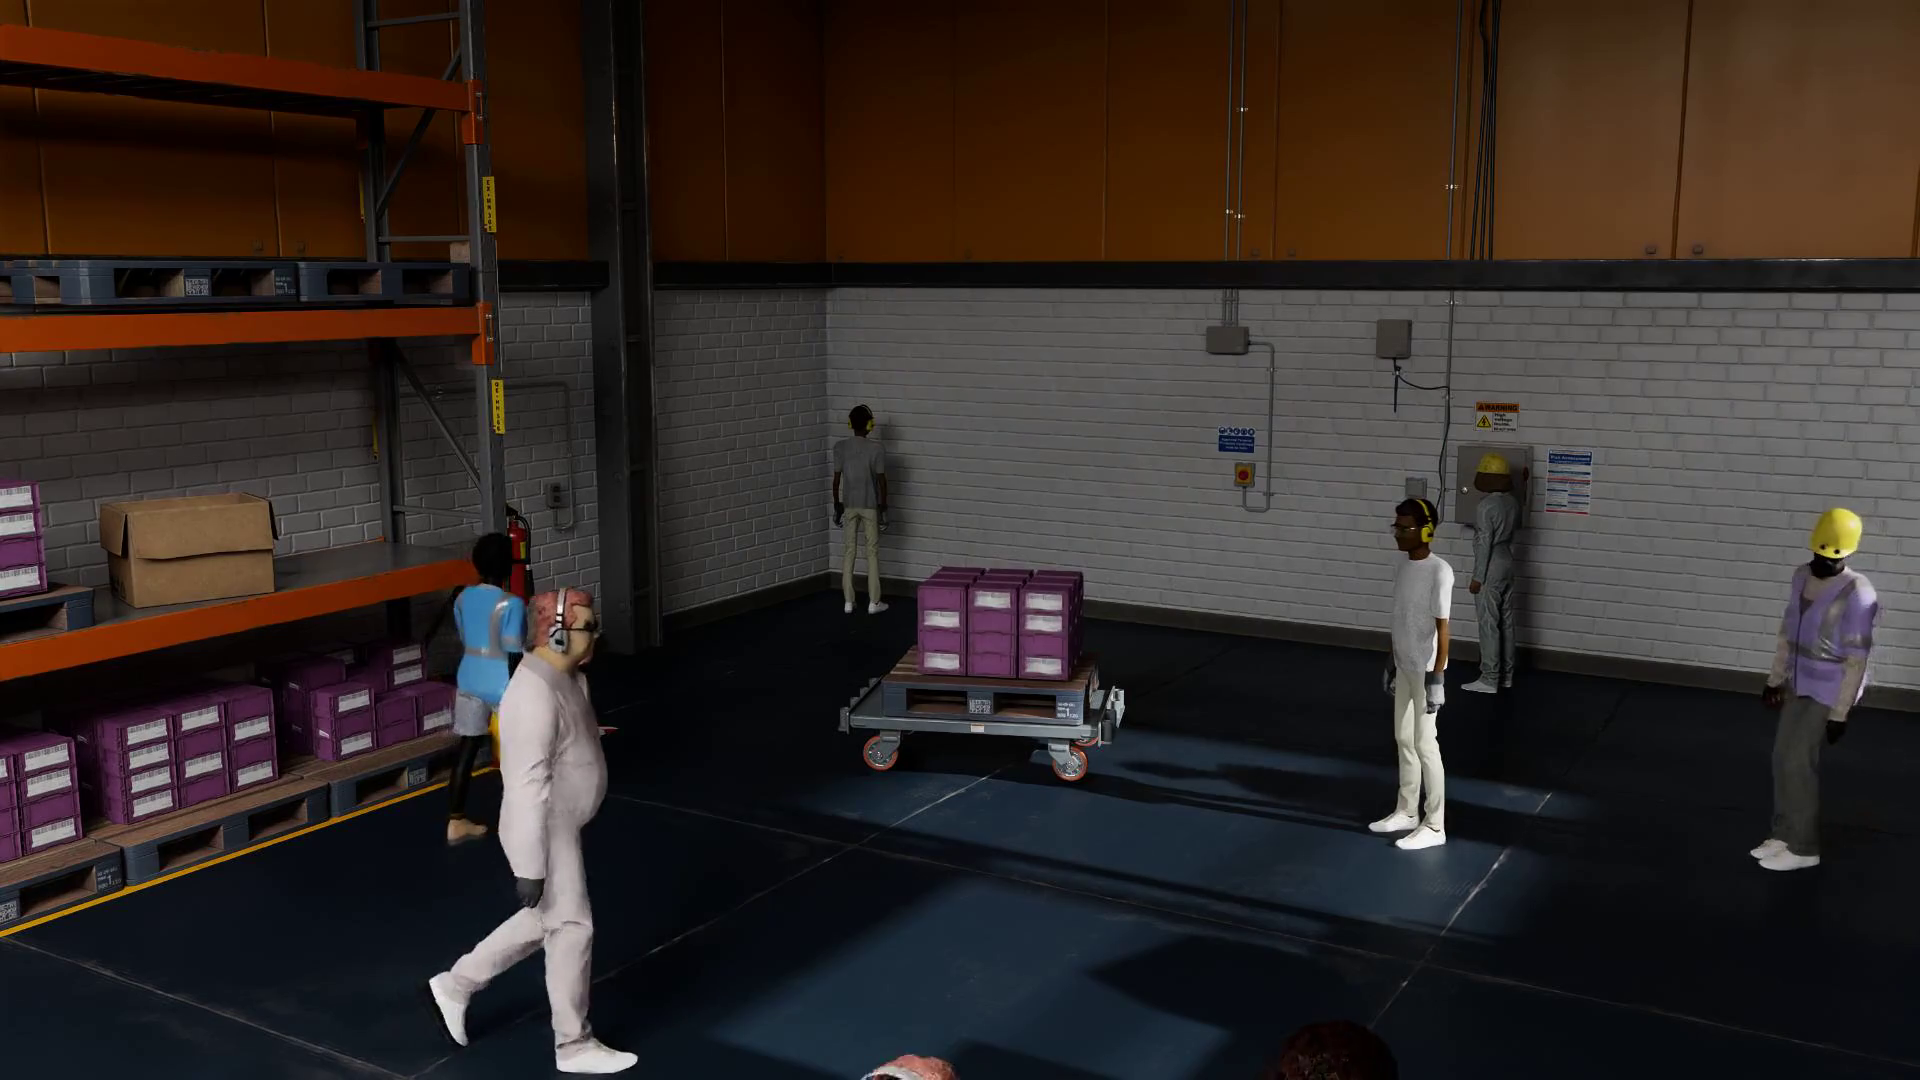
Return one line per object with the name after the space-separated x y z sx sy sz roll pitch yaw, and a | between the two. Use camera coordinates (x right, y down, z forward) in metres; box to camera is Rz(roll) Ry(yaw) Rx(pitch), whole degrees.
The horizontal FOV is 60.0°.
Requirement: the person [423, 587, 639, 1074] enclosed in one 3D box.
-1.644 1.100 6.259 0.739 1.881 0.655 -1 9 -9 | person

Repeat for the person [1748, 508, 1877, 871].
4.301 0.760 8.355 0.419 1.881 0.628 0 9 -2 | person

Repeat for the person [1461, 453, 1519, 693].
3.849 0.236 12.071 0.489 1.743 0.322 -8 12 -42 | person

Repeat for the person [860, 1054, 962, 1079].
-0.144 1.717 2.428 0.644 1.882 0.746 6 11 31 | person

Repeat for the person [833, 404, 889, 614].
-0.886 -0.274 14.864 0.518 1.870 0.323 2 9 15 | person

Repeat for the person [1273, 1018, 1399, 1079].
0.583 1.676 2.596 0.613 1.896 0.460 7 11 35 | person

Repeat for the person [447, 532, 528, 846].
-2.463 0.774 8.981 0.549 1.642 0.858 6 11 33 | person

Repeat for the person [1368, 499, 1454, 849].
2.415 0.699 8.831 0.316 1.861 0.514 -2 9 -15 | person
